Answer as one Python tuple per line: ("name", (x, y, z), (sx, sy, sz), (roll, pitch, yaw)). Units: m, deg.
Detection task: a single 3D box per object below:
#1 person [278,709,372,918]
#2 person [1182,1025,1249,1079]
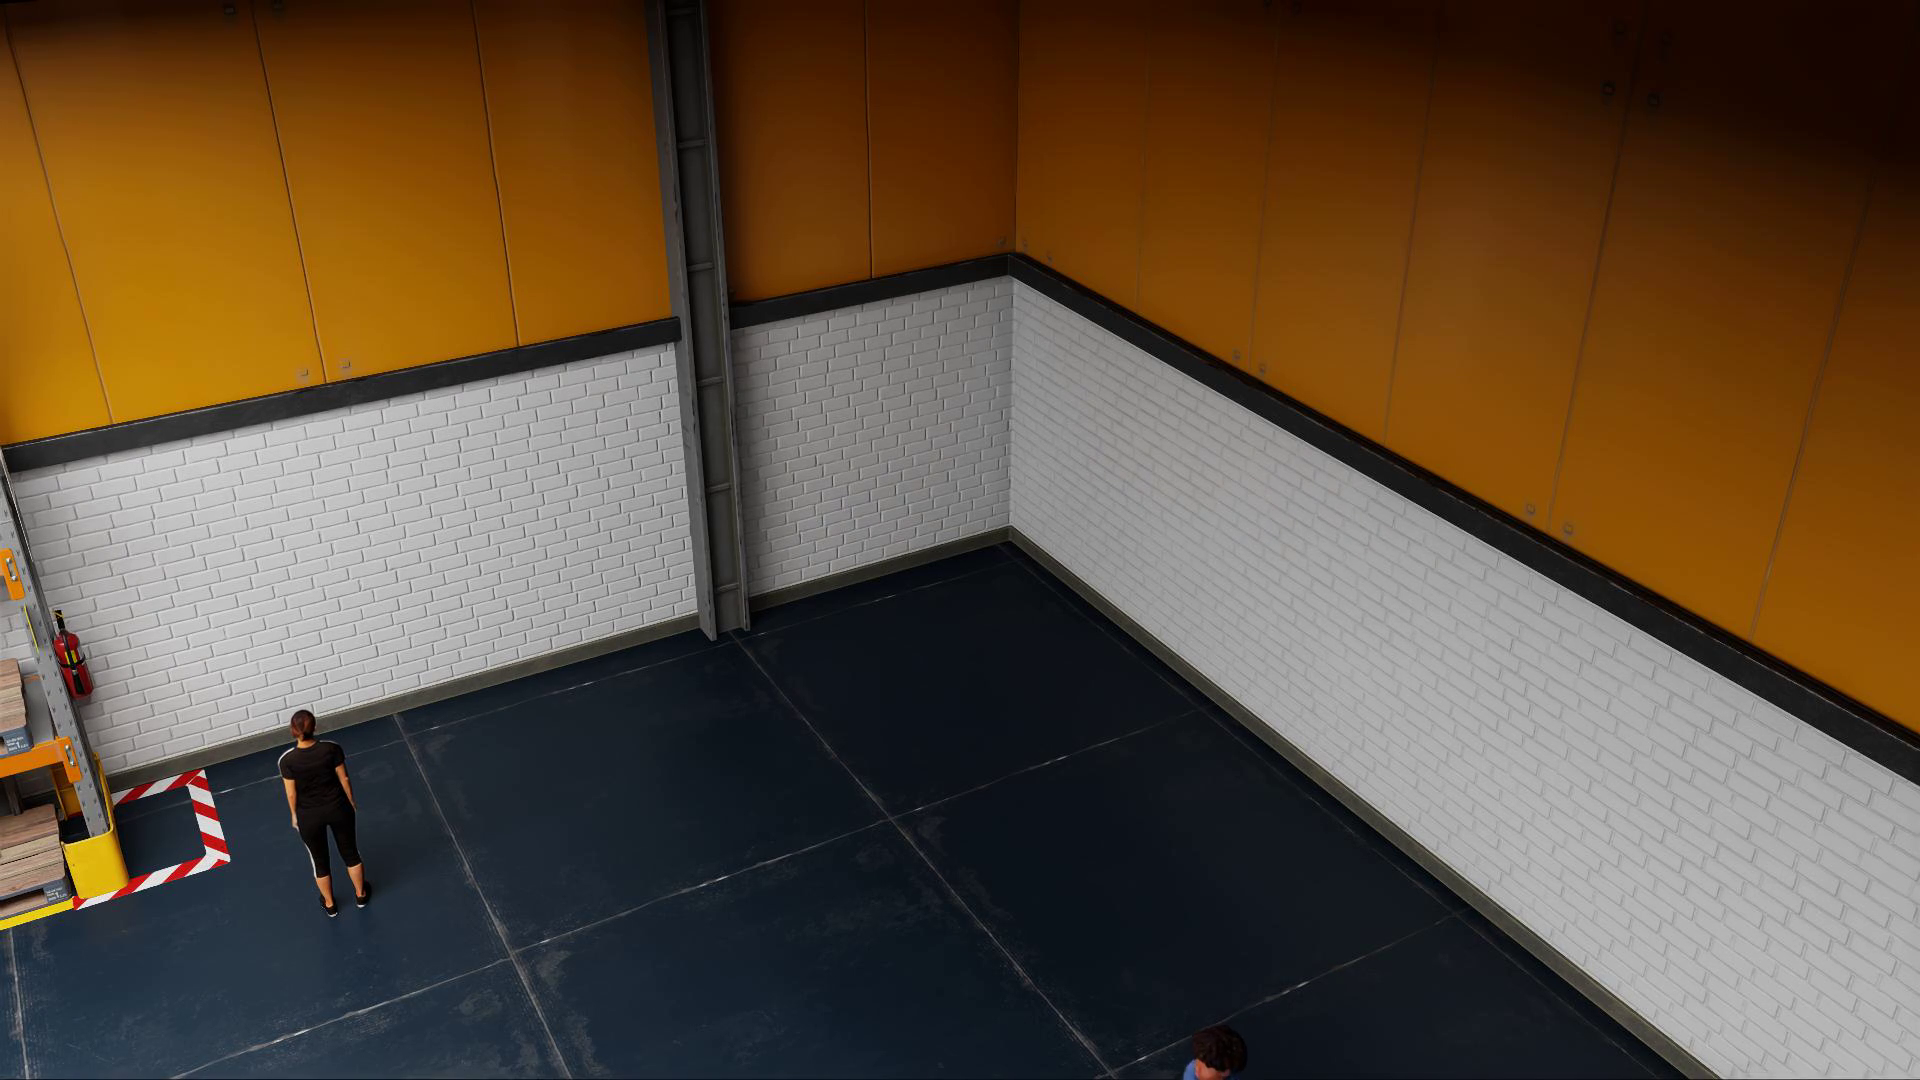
("person", (-4.462, 1.898, 11.652), (0.445, 1.669, 0.649), (-14, 31, -23))
("person", (1.433, 3.294, 8.962), (0.899, 1.793, 0.735), (-12, 31, -20))
